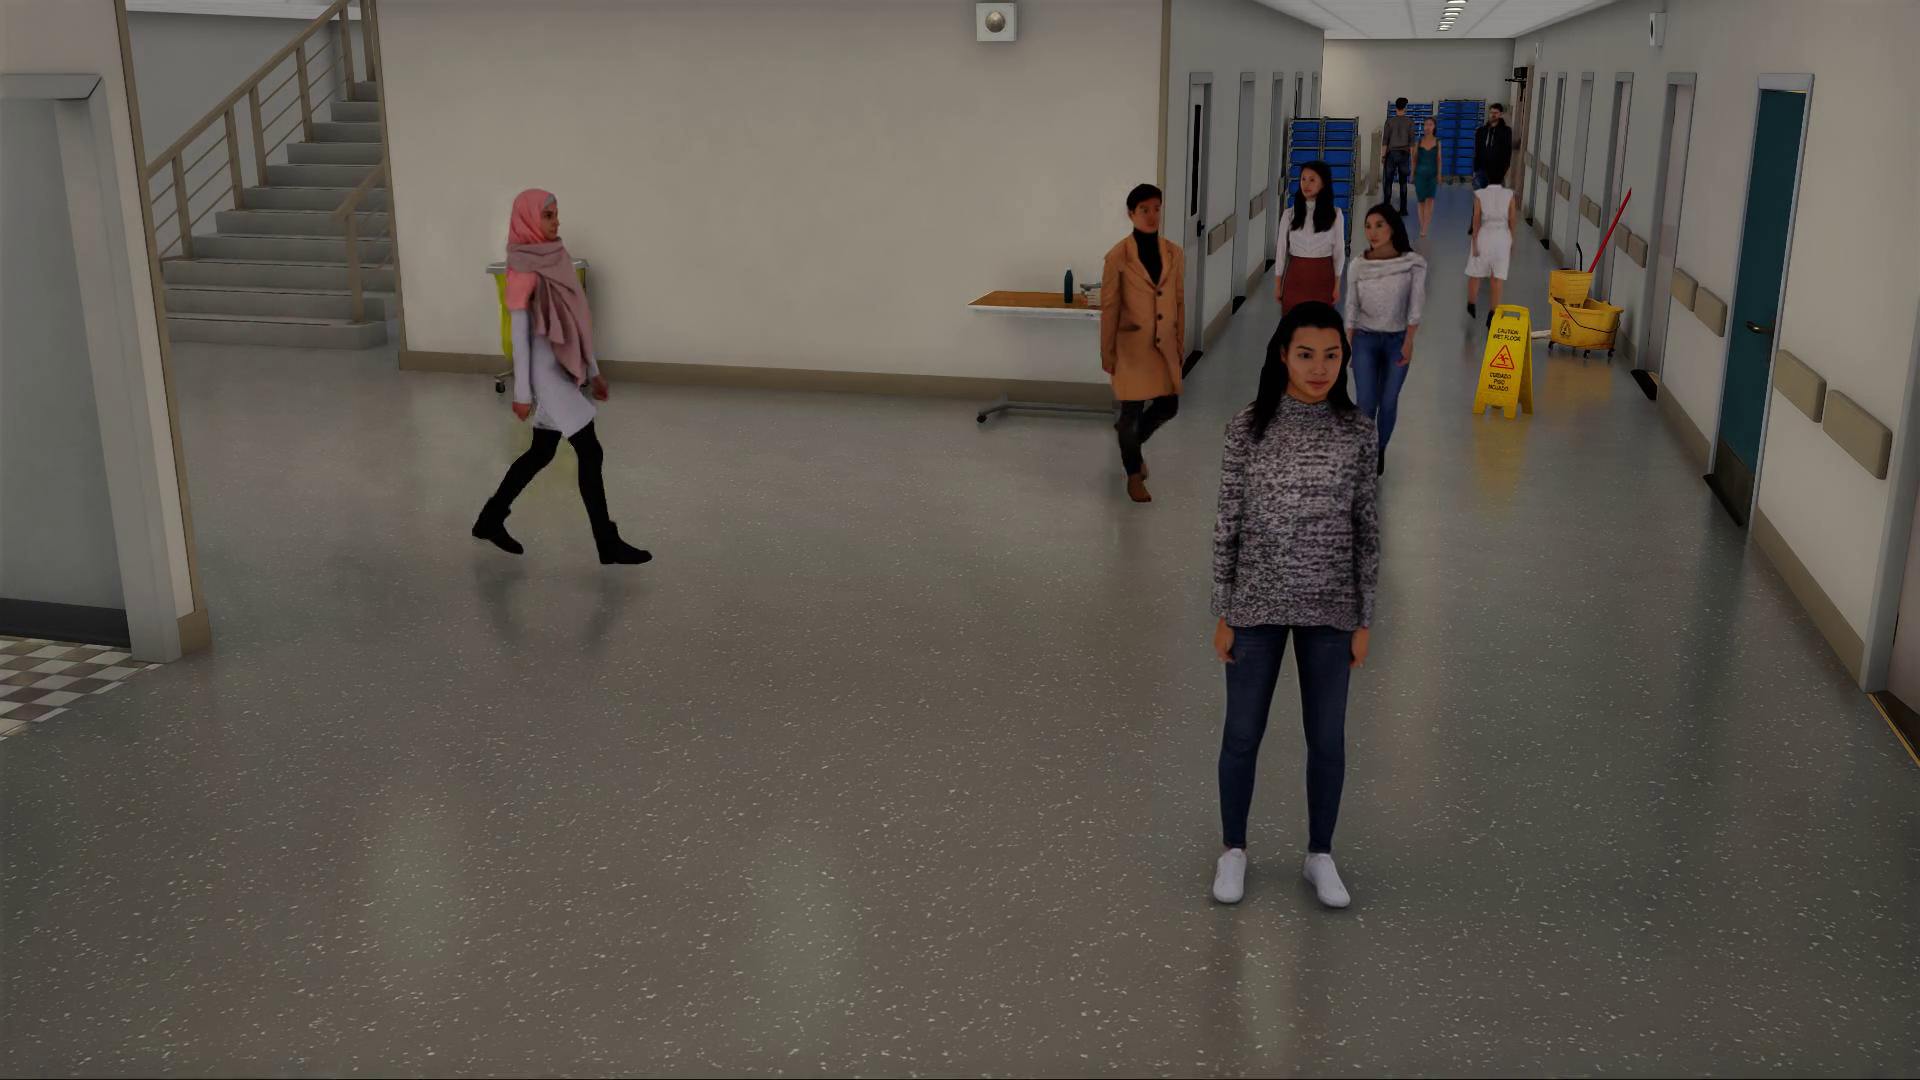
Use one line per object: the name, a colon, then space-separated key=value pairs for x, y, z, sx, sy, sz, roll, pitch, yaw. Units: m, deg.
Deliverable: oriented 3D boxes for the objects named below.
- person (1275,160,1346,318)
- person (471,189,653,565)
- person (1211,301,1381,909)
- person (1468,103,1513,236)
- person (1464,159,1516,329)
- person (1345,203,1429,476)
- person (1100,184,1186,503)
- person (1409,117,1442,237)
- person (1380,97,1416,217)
person: x=2.350 y=-1.663 z=11.205 sx=0.615 sy=1.750 sz=0.526 roll=5 pitch=17 yaw=19
person: x=-2.006 y=-0.728 z=7.868 sx=0.775 sy=1.762 sz=1.131 roll=2 pitch=16 yaw=8
person: x=0.931 y=0.187 z=4.676 sx=0.635 sy=1.733 sz=0.561 roll=2 pitch=16 yaw=6
person: x=7.654 y=-5.279 z=23.851 sx=0.898 sy=1.848 sz=1.179 roll=10 pitch=18 yaw=31
person: x=4.894 y=-2.680 z=15.256 sx=0.616 sy=1.510 sz=1.012 roll=3 pitch=16 yaw=10
person: x=2.415 y=-1.080 z=9.459 sx=0.624 sy=1.575 sz=1.040 roll=5 pitch=17 yaw=17
person: x=0.983 y=-1.095 z=9.173 sx=0.887 sy=1.717 sz=0.970 roll=-5 pitch=17 yaw=-19
person: x=6.701 y=-5.193 z=23.875 sx=0.632 sy=1.670 sz=0.723 roll=6 pitch=17 yaw=22
person: x=7.251 y=-6.356 z=27.569 sx=0.699 sy=1.903 sz=0.547 roll=4 pitch=16 yaw=12
